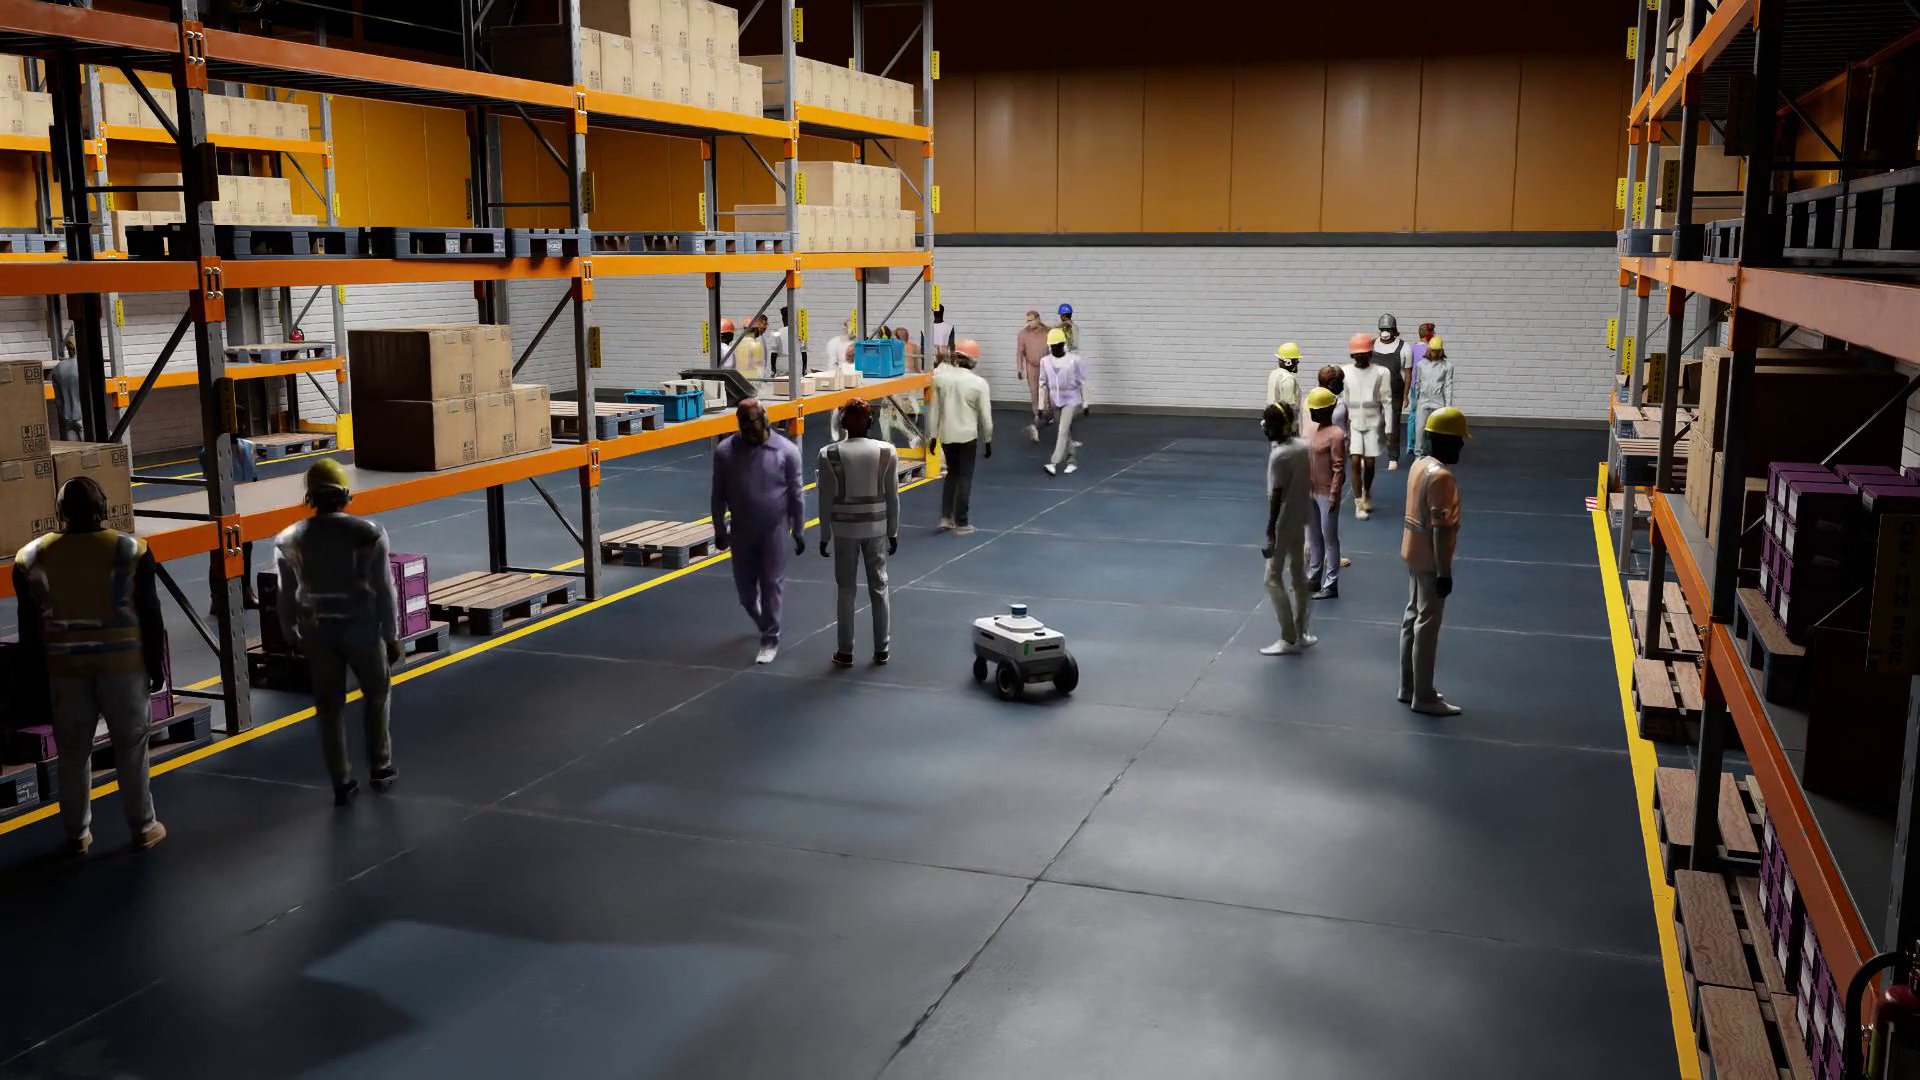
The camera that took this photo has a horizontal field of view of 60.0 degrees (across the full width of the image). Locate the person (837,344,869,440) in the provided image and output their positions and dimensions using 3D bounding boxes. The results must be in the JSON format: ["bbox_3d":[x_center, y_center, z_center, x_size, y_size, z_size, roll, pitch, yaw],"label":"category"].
[{"bbox_3d":[-1.475,-1.796,22.134,0.526,1.621,0.662,8,13,40],"label":"person"}]

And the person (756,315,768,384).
[{"bbox_3d":[-3.075,-2.530,25.581,0.332,1.861,0.520,1,10,6],"label":"person"}]

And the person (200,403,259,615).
[{"bbox_3d":[-5.774,-0.245,13.210,0.323,1.691,0.536,5,11,24],"label":"person"}]

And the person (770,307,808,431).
[{"bbox_3d":[-2.704,-2.707,26.270,0.606,1.966,0.367,-3,10,-16],"label":"person"}]

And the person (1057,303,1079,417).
[{"bbox_3d":[1.807,-3.014,28.062,0.406,1.942,0.614,4,11,23],"label":"person"}]

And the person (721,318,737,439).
[{"bbox_3d":[-3.135,-2.002,22.371,0.348,1.942,0.548,-7,12,-36],"label":"person"}]

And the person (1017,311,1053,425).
[{"bbox_3d":[1.253,-2.805,27.147,0.648,1.857,0.761,2,10,10],"label":"person"}]

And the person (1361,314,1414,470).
[{"bbox_3d":[5.532,-1.930,21.690,0.676,2.000,0.536,4,11,23],"label":"person"}]

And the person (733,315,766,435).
[{"bbox_3d":[-2.986,-2.268,23.949,0.438,1.923,0.546,-8,13,-38],"label":"person"}]

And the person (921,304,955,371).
[{"bbox_3d":[-0.375,-3.062,28.410,0.597,1.916,0.371,1,10,8],"label":"person"}]

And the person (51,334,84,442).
[{"bbox_3d":[-9.775,-1.319,18.535,0.632,1.940,0.372,4,11,19],"label":"person"}]

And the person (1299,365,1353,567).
[{"bbox_3d":[3.349,-0.679,15.207,0.430,1.843,0.625,-4,11,-20],"label":"person"}]

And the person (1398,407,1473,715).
[{"bbox_3d":[2.975,0.124,10.452,0.383,1.923,0.589,0,10,0],"label":"person"}]

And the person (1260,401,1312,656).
[{"bbox_3d":[2.392,-0.088,11.948,0.304,1.834,0.714,10,14,44],"label":"person"}]

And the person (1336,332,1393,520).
[{"bbox_3d":[4.314,-1.234,17.890,0.676,1.995,0.692,2,10,11],"label":"person"}]

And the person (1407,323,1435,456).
[{"bbox_3d":[6.420,-2.090,23.135,0.389,1.848,0.563,-4,11,-19],"label":"person"}]

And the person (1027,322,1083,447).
[{"bbox_3d":[1.383,-2.232,23.992,0.748,1.829,0.517,-4,11,-20],"label":"person"}]

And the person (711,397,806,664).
[{"bbox_3d":[-1.430,-0.102,11.888,0.665,1.876,0.750,1,10,5],"label":"person"}]

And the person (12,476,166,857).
[{"bbox_3d":[-4.150,0.608,7.990,0.627,1.836,0.428,-2,10,-14],"label":"person"}]

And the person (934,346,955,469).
[{"bbox_3d":[-0.173,-1.724,21.710,0.429,1.618,0.553,5,11,26],"label":"person"}]

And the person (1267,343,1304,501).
[{"bbox_3d":[3.675,-1.309,18.774,0.404,1.830,0.602,-2,10,-9],"label":"person"}]

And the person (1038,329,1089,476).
[{"bbox_3d":[1.258,-1.731,21.044,0.605,1.861,1.009,7,12,33],"label":"person"}]

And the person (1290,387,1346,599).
[{"bbox_3d":[2.989,-0.389,13.810,0.323,1.761,0.523,-3,11,-18],"label":"person"}]

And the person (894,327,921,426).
[{"bbox_3d":[-0.848,-2.576,26.483,0.529,1.620,0.568,-5,11,-25],"label":"person"}]

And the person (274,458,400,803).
[{"bbox_3d":[-3.273,0.463,8.826,0.627,1.816,0.590,-1,10,-7],"label":"person"}]

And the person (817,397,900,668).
[{"bbox_3d":[-0.703,-0.049,11.545,0.573,1.883,0.356,-3,10,-14],"label":"person"}]

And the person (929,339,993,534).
[{"bbox_3d":[0.029,-1.042,16.904,0.636,1.972,0.544,6,12,30],"label":"person"}]

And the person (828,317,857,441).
[{"bbox_3d":[-1.639,-2.328,24.369,0.642,1.881,0.818,-4,11,-22],"label":"person"}]

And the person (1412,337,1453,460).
[{"bbox_3d":[6.152,-1.766,21.664,0.508,1.728,0.509,4,11,20],"label":"person"}]

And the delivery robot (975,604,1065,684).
[{"bbox_3d":[0.389,0.668,10.975,0.477,0.478,0.707,-6,12,-29],"label":"delivery robot"}]

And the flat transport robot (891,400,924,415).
[{"bbox_3d":[-0.612,-2.291,28.706,1.431,0.197,0.652,-2,10,-10],"label":"flat transport robot"}]

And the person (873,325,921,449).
[{"bbox_3d":[-0.899,-2.003,22.665,0.603,1.845,0.567,1,10,3],"label":"person"}]
